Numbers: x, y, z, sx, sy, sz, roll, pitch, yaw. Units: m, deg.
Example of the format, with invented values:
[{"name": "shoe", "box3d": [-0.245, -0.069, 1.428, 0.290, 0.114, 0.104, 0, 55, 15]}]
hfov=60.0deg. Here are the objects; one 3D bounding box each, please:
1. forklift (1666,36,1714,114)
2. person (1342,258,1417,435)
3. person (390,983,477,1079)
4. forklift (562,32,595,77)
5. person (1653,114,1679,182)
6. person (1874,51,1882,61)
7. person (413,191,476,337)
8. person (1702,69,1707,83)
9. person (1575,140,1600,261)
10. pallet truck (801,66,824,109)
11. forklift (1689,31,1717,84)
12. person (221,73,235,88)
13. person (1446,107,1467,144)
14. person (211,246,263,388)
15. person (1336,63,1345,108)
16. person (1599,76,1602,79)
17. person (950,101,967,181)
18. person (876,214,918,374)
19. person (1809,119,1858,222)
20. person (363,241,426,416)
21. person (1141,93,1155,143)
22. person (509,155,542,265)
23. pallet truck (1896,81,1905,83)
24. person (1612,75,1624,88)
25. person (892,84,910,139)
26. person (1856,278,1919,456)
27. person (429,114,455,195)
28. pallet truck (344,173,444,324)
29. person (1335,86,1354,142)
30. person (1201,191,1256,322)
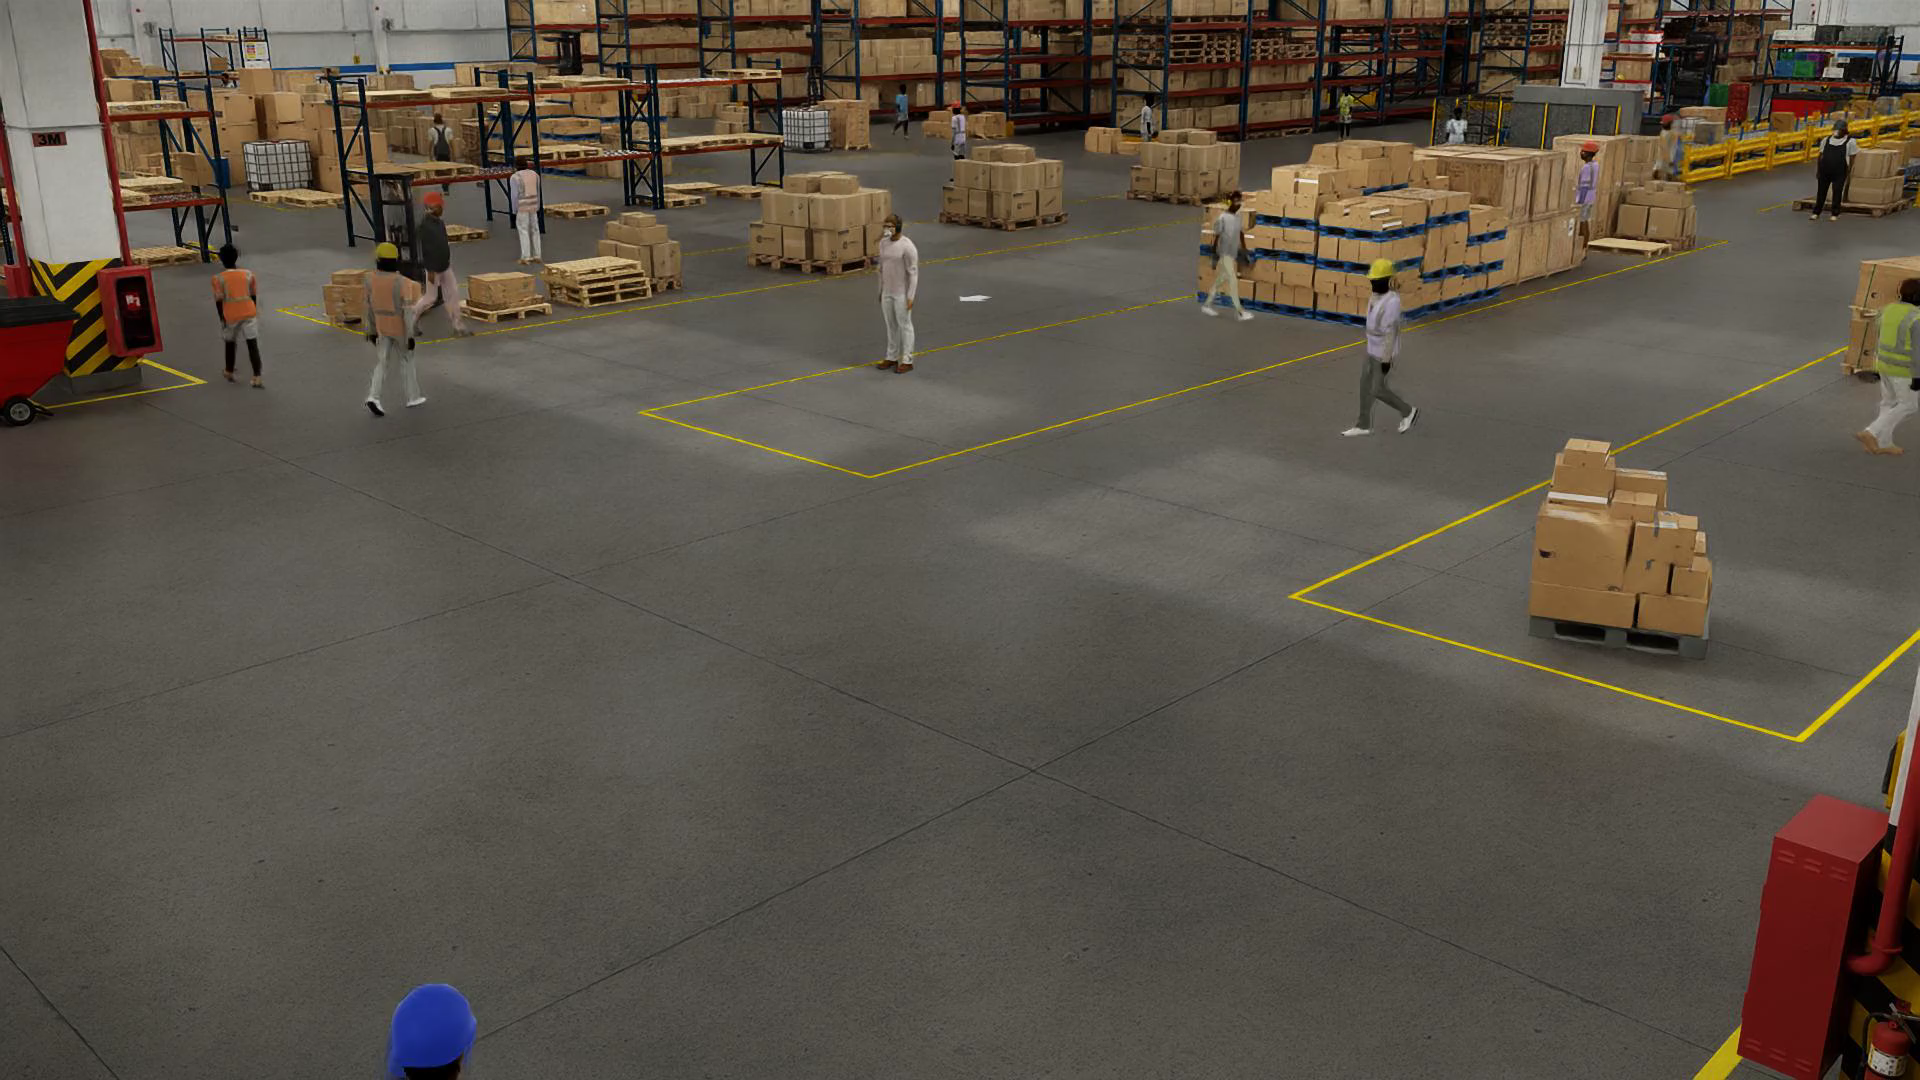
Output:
[{"name": "forklift", "box3d": [27.341, -17.291, 61.877, 1.129, 2.768, 1.873, 17, 25, 41]}, {"name": "person", "box3d": [4.416, -1.990, 17.310, 0.661, 1.908, 0.587, -2, 19, -7]}, {"name": "person", "box3d": [-1.448, 2.165, 4.801, 0.638, 1.900, 1.005, -1, 18, -2]}, {"name": "forklift", "box3d": [-15.883, -19.452, 68.388, 1.129, 2.768, 1.873, 17, 25, 41]}, {"name": "person", "box3d": [15.787, -8.522, 37.019, 0.931, 1.893, 0.553, -6, 19, -16]}, {"name": "person", "box3d": [45.303, -23.477, 82.091, 1.042, 1.883, 0.549, 12, 22, 33]}, {"name": "person", "box3d": [-7.075, -3.689, 22.320, 0.918, 1.966, 0.623, 4, 19, 10]}, {"name": "person", "box3d": [28.687, -17.425, 64.281, 0.857, 1.590, 0.500, -8, 20, -24]}, {"name": "person", "box3d": [10.775, -5.861, 28.740, 0.357, 2.047, 0.615, 12, 22, 32]}, {"name": "pallet truck", "box3d": [-4.812, -15.182, 56.903, 0.823, 1.965, 1.885, -9, 21, -26]}, {"name": "forklift", "box3d": [30.803, -19.734, 69.238, 1.129, 2.768, 1.873, 17, 25, 41]}, {"name": "person", "box3d": [-23.727, -14.194, 54.071, 0.584, 1.911, 0.394, 13, 22, 34]}, {"name": "person", "box3d": [12.540, -10.115, 42.121, 0.543, 1.679, 0.607, -3, 19, -8]}, {"name": "person", "box3d": [-8.542, -2.645, 19.657, 0.538, 1.645, 0.884, -15, 23, -38]}, {"name": "person", "box3d": [14.000, -16.694, 61.597, 0.661, 1.916, 0.428, -16, 24, -40]}, {"name": "person", "box3d": [22.141, -15.575, 58.230, 0.638, 1.909, 0.408, 14, 23, 36]}, {"name": "person", "box3d": [-0.058, -9.733, 40.604, 0.391, 1.929, 0.540, 11, 21, 29]}, {"name": "person", "box3d": [-0.769, -3.011, 20.325, 0.371, 1.939, 0.629, -17, 25, -41]}, {"name": "person", "box3d": [17.638, -7.464, 33.581, 0.684, 2.000, 0.536, 17, 25, 41]}, {"name": "person", "box3d": [-6.305, -2.336, 18.364, 0.594, 1.900, 0.886, 4, 19, 12]}, {"name": "person", "box3d": [4.846, -10.526, 42.923, 0.367, 1.966, 0.607, -1, 18, -4]}, {"name": "person", "box3d": [-7.410, -5.611, 28.315, 0.429, 1.840, 0.635, 11, 21, 29]}, {"name": "pallet truck", "box3d": [34.802, -16.331, 61.455, 0.653, 1.274, 1.630, 17, 25, 41]}, {"name": "person", "box3d": [21.718, -14.434, 54.937, 0.617, 1.808, 0.470, 17, 25, 42]}, {"name": "person", "box3d": [-1.826, -13.373, 51.931, 0.545, 1.685, 0.545, 15, 23, 38]}, {"name": "person", "box3d": [9.300, -1.697, 16.543, 0.535, 1.822, 0.642, -2, 18, -5]}, {"name": "person", "box3d": [-11.883, -8.832, 38.077, 0.537, 1.797, 0.932, -10, 21, -27]}, {"name": "pallet truck", "box3d": [-8.209, -4.181, 23.757, 0.823, 1.965, 1.885, 3, 19, 9]}, {"name": "person", "box3d": [11.775, -13.027, 50.873, 0.315, 1.700, 0.540, -11, 21, -29]}, {"name": "person", "box3d": [3.835, -4.035, 23.616, 0.995, 1.815, 0.493, 17, 25, 42]}]
